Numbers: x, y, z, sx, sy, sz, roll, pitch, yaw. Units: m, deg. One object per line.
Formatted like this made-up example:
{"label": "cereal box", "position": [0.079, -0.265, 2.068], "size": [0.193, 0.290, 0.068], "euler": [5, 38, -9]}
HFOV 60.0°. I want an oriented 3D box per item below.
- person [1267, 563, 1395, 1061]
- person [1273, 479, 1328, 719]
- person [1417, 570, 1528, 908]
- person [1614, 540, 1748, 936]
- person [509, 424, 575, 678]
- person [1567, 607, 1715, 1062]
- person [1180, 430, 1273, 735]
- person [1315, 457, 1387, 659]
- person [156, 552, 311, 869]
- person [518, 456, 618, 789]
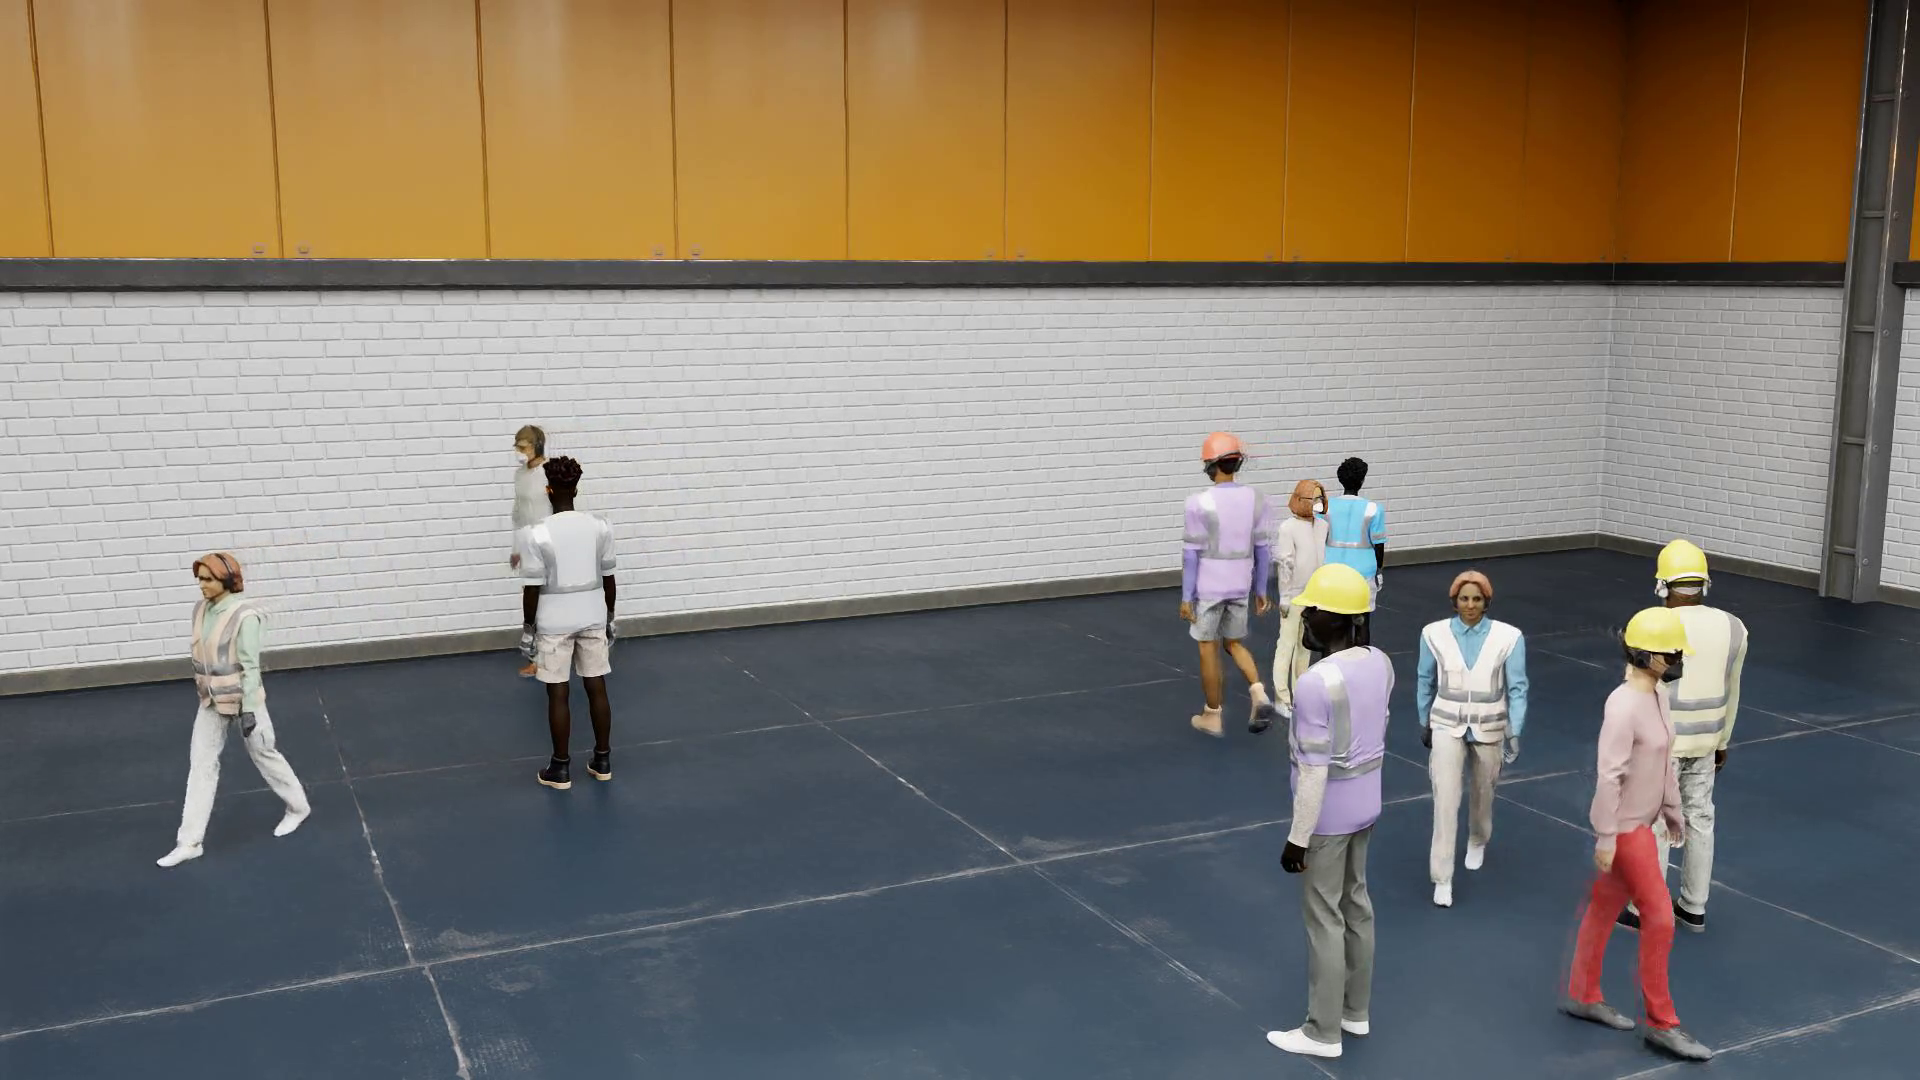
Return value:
{"label": "person", "position": [1.439, 1.043, 6.438], "size": [0.352, 1.929, 0.594], "euler": [8, 12, 41]}
{"label": "person", "position": [2.349, 0.394, 11.378], "size": [0.497, 1.634, 0.279], "euler": [-8, 12, -41]}
{"label": "person", "position": [2.512, 0.925, 8.195], "size": [0.515, 1.604, 0.838], "euler": [3, 10, 17]}
{"label": "person", "position": [3.250, 0.908, 7.589], "size": [0.593, 1.830, 0.404], "euler": [-2, 9, -15]}
{"label": "person", "position": [-3.075, 0.080, 12.451], "size": [0.515, 1.919, 0.653], "euler": [-8, 12, -39]}
{"label": "person", "position": [2.732, 1.127, 6.474], "size": [0.718, 1.740, 0.546], "euler": [7, 11, 36]}
{"label": "person", "position": [1.733, 0.308, 10.738], "size": [0.610, 2.022, 0.615], "euler": [-4, 10, -23]}
{"label": "person", "position": [2.836, 0.242, 12.132], "size": [0.535, 1.697, 0.318], "euler": [4, 10, 23]}
{"label": "person", "position": [-3.794, 0.846, 8.706], "size": [0.534, 1.593, 0.870], "euler": [5, 10, 28]}
{"label": "person", "position": [-2.305, 0.482, 9.805], "size": [0.603, 1.967, 0.366], "euler": [-7, 11, -36]}
